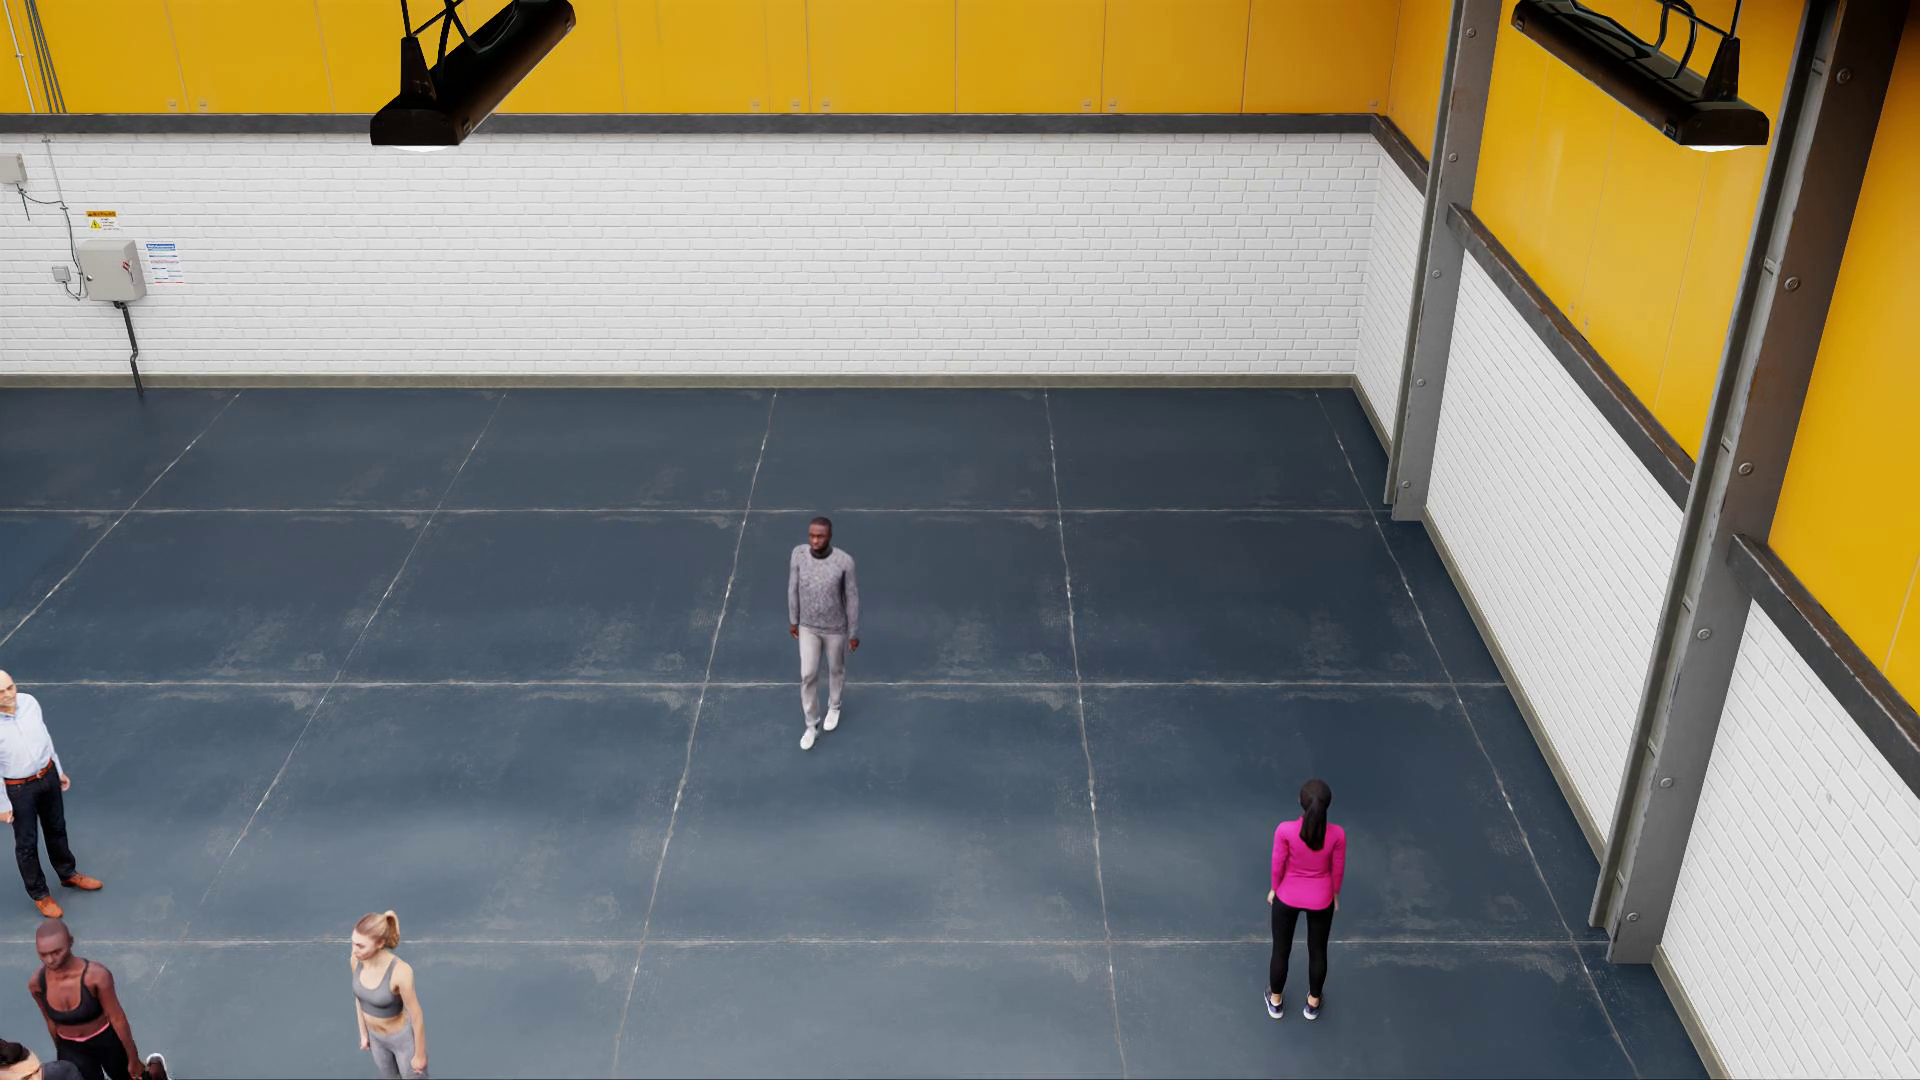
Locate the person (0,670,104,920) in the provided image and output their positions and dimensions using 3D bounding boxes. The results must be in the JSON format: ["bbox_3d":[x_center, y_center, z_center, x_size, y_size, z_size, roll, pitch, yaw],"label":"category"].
[{"bbox_3d":[-5.977,1.585,10.690,0.784,1.790,0.643,12,31,21],"label":"person"}]

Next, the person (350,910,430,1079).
[{"bbox_3d":[-2.989,2.647,8.834,0.643,1.704,0.640,13,31,22],"label":"person"}]

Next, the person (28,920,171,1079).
[{"bbox_3d":[-4.533,2.641,8.817,0.738,1.731,1.156,-6,29,-10],"label":"person"}]

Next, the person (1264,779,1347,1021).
[{"bbox_3d":[2.030,2.118,9.809,0.610,1.698,0.600,3,29,6],"label":"person"}]

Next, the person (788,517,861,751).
[{"bbox_3d":[-0.991,0.600,12.463,0.783,1.822,0.903,4,29,8],"label":"person"}]
